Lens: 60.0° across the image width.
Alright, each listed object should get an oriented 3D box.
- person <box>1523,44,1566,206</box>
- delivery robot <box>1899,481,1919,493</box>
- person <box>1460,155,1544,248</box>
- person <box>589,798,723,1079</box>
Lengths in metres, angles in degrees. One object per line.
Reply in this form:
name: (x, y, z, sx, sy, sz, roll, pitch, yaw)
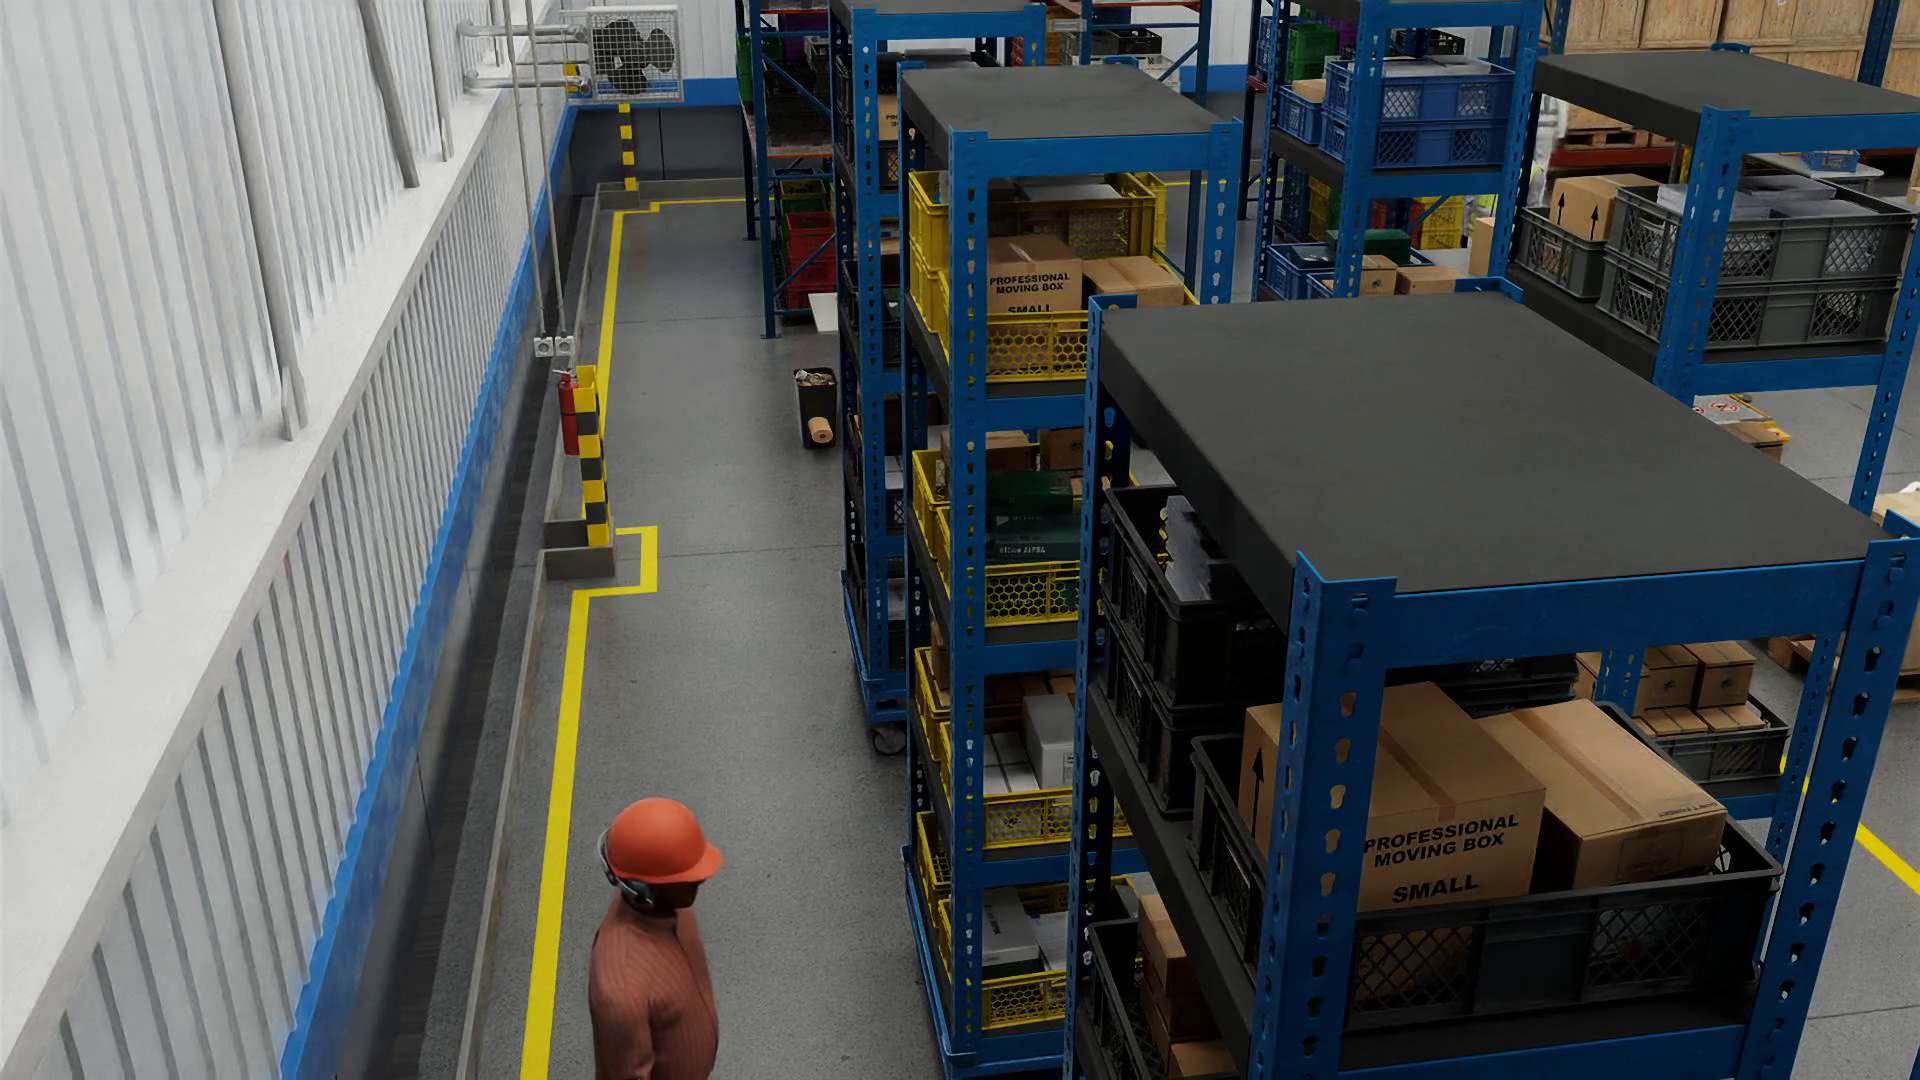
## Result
person: (6.204, -4.340, 17.836, 0.348, 1.853, 0.696, -21, 32, -38)
delivery robot: (6.106, -0.138, 10.120, 0.477, 0.478, 0.707, -20, 31, -37)
person: (4.492, -2.547, 13.943, 0.623, 1.839, 0.429, 15, 29, 30)
person: (-0.833, 1.591, 4.779, 0.417, 1.985, 0.618, 1, 25, 3)
